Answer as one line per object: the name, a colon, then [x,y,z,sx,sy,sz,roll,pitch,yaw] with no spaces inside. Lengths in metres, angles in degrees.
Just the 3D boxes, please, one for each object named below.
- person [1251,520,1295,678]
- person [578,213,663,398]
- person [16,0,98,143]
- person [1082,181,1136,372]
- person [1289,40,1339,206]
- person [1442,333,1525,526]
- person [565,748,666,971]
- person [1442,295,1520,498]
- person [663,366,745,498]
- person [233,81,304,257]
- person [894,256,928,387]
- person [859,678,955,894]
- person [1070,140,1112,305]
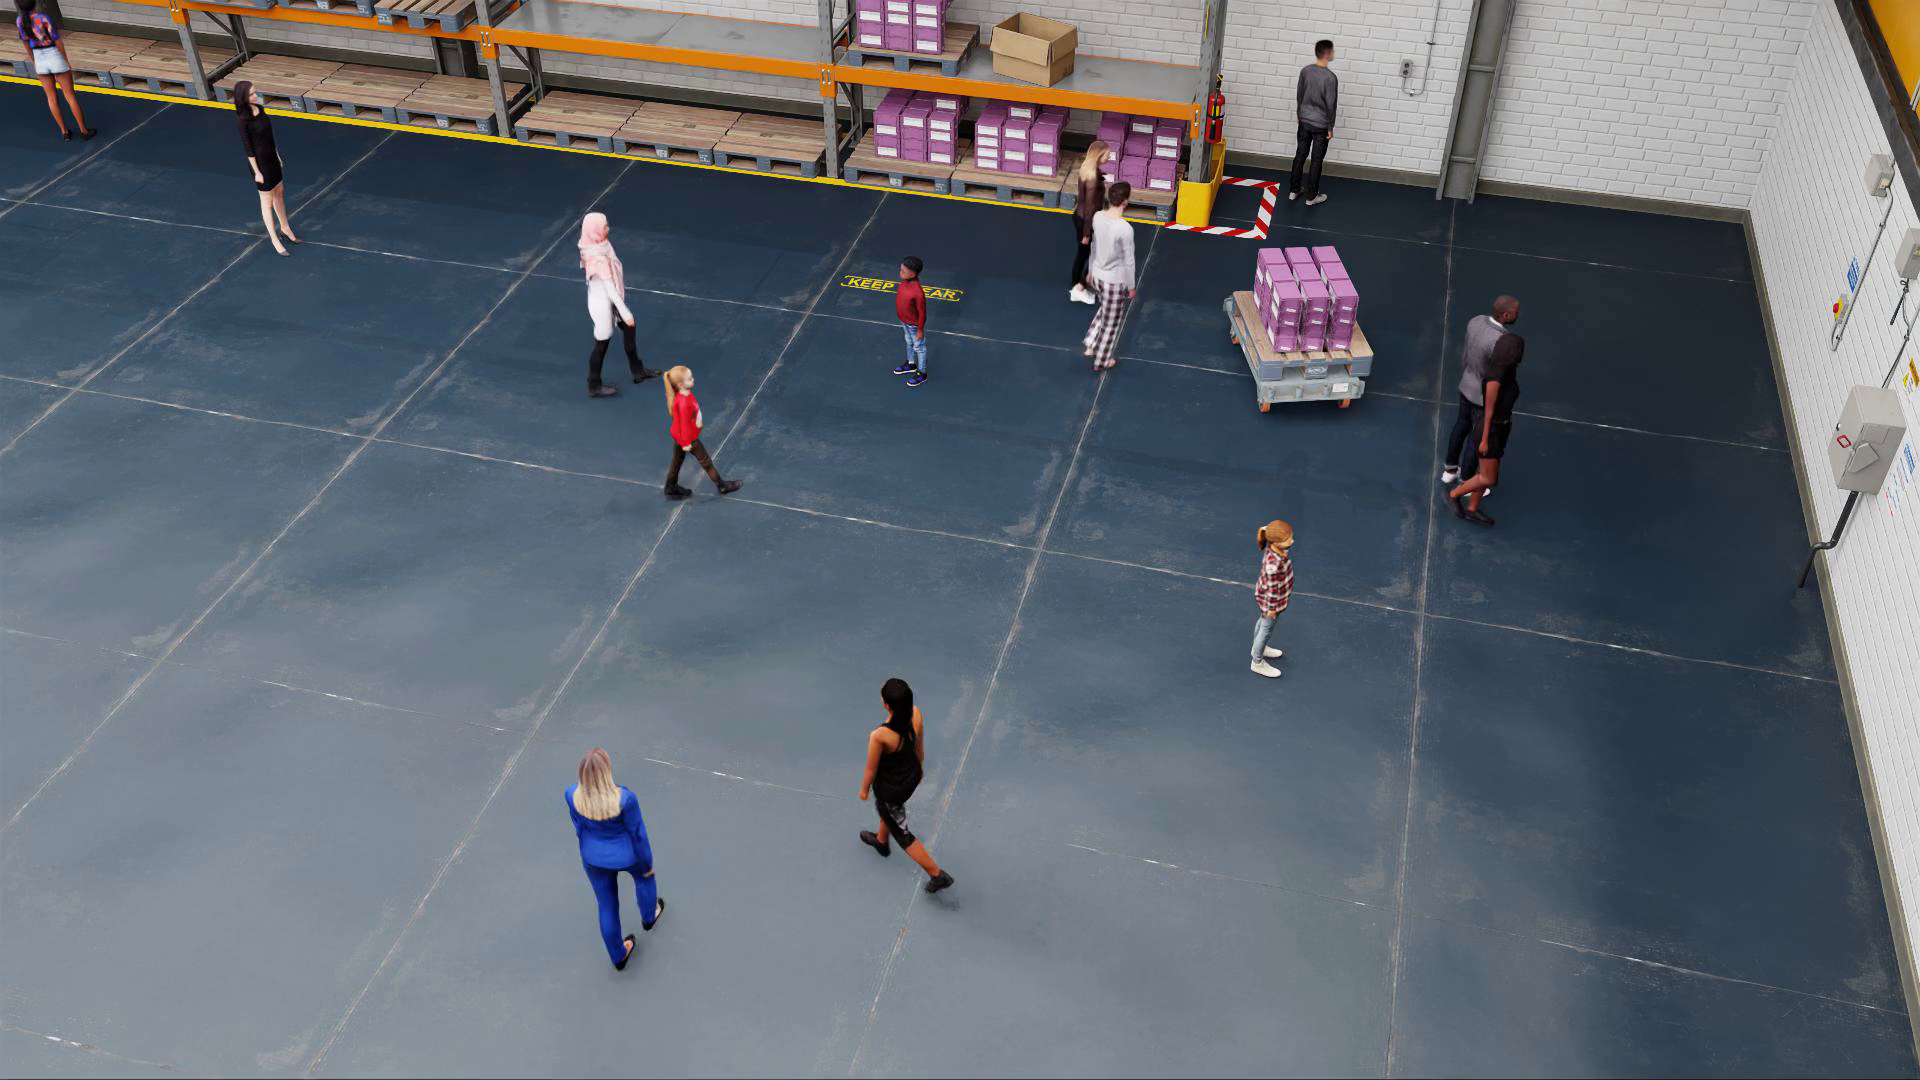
person: [2.221,0.391,11.895,0.526,1.306,0.526,8,39,10]
person: [-3.194,-2.004,14.517,1.039,1.777,0.900,-9,39,-11]
person: [-10.243,-5.347,18.731,0.559,1.741,0.707,-2,39,-2]
person: [1.278,-2.299,14.839,0.846,1.834,0.779,-26,45,-29]
person: [3.740,-4.406,17.536,0.628,1.761,0.758,30,47,32]
person: [4.113,-0.861,13.131,0.775,1.719,0.722,27,46,29]
person: [-2.041,1.917,9.680,0.748,1.685,0.761,5,39,6]
person: [4.198,-1.176,13.453,0.778,1.810,0.797,-9,39,-11]
person: [-2.268,-0.845,13.488,0.951,1.249,0.753,-8,39,-10]
person: [-6.963,-3.740,16.666,0.499,1.806,0.600,7,39,8]
person: [-0.411,-1.994,14.923,0.639,1.254,0.586,-18,42,-21]
person: [-0.340,1.524,10.211,1.113,1.637,0.828,24,44,27]
person: [1.131,-3.011,15.847,0.686,1.689,0.685,-4,39,-5]
